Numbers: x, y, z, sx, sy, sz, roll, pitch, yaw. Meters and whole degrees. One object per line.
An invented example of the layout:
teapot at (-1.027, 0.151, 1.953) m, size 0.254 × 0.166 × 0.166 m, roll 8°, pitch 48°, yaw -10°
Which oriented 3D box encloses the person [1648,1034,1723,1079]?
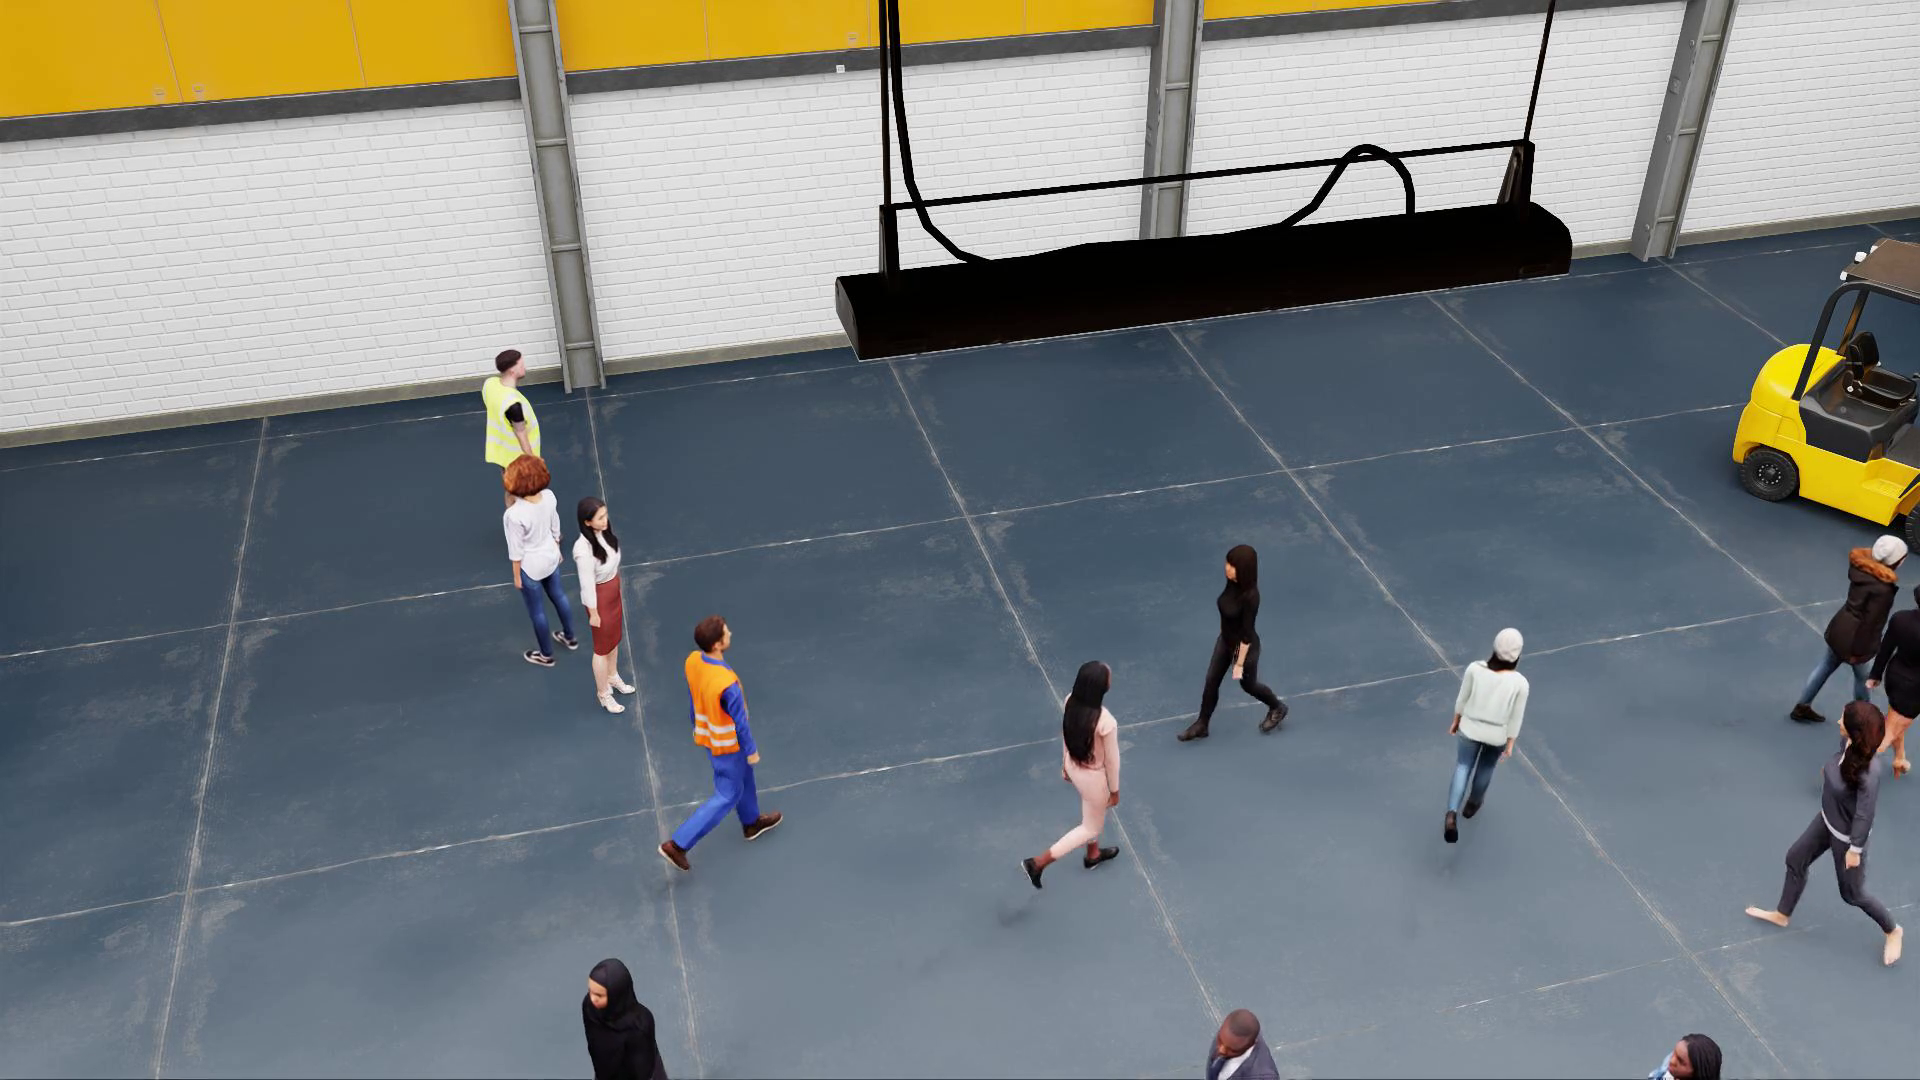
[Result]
person at (3.467, 3.020, 8.034) m, size 1.219 × 1.665 × 0.788 m, roll -1°, pitch 34°, yaw -2°

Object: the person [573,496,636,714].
person at (-2.531, 0.448, 11.828) m, size 0.663 × 1.750 × 0.676 m, roll 6°, pitch 34°, yaw 9°

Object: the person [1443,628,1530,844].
person at (3.361, 1.272, 10.700) m, size 0.951 × 1.627 × 1.008 m, roll 18°, pitch 38°, yaw 25°

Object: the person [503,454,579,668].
person at (-3.111, 0.149, 12.317) m, size 0.797 × 1.705 × 0.729 m, roll 19°, pitch 38°, yaw 27°

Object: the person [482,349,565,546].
person at (-3.595, -0.724, 13.507) m, size 0.856 × 1.842 × 0.825 m, roll -25°, pitch 41°, yaw -32°

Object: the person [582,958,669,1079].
person at (-1.643, 2.712, 8.557) m, size 1.082 × 1.600 × 1.111 m, roll 16°, pitch 37°, yaw 23°

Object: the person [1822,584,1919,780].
person at (6.227, 1.035, 11.088) m, size 1.047 × 1.591 × 0.705 m, roll -8°, pitch 35°, yaw -12°

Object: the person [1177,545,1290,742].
person at (2.007, 0.729, 11.531) m, size 1.085 × 1.610 × 0.664 m, roll -13°, pitch 36°, yaw -19°

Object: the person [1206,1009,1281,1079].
person at (1.410, 2.896, 8.119) m, size 1.153 × 1.778 × 0.709 m, roll -7°, pitch 34°, yaw -10°

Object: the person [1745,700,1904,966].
person at (5.360, 1.734, 9.912) m, size 1.163 × 1.729 × 0.931 m, roll 0°, pitch 34°, yaw 0°

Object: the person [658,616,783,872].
person at (-1.555, 1.306, 10.454) m, size 1.242 × 1.841 × 0.939 m, roll -21°, pitch 39°, yaw -29°

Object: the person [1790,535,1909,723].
person at (6.193, 0.656, 11.639) m, size 0.993 × 1.613 × 0.794 m, roll 3°, pitch 34°, yaw 4°

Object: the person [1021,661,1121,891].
person at (0.730, 1.511, 10.276) m, size 1.070 × 1.698 × 0.771 m, roll -18°, pitch 38°, yaw -25°
